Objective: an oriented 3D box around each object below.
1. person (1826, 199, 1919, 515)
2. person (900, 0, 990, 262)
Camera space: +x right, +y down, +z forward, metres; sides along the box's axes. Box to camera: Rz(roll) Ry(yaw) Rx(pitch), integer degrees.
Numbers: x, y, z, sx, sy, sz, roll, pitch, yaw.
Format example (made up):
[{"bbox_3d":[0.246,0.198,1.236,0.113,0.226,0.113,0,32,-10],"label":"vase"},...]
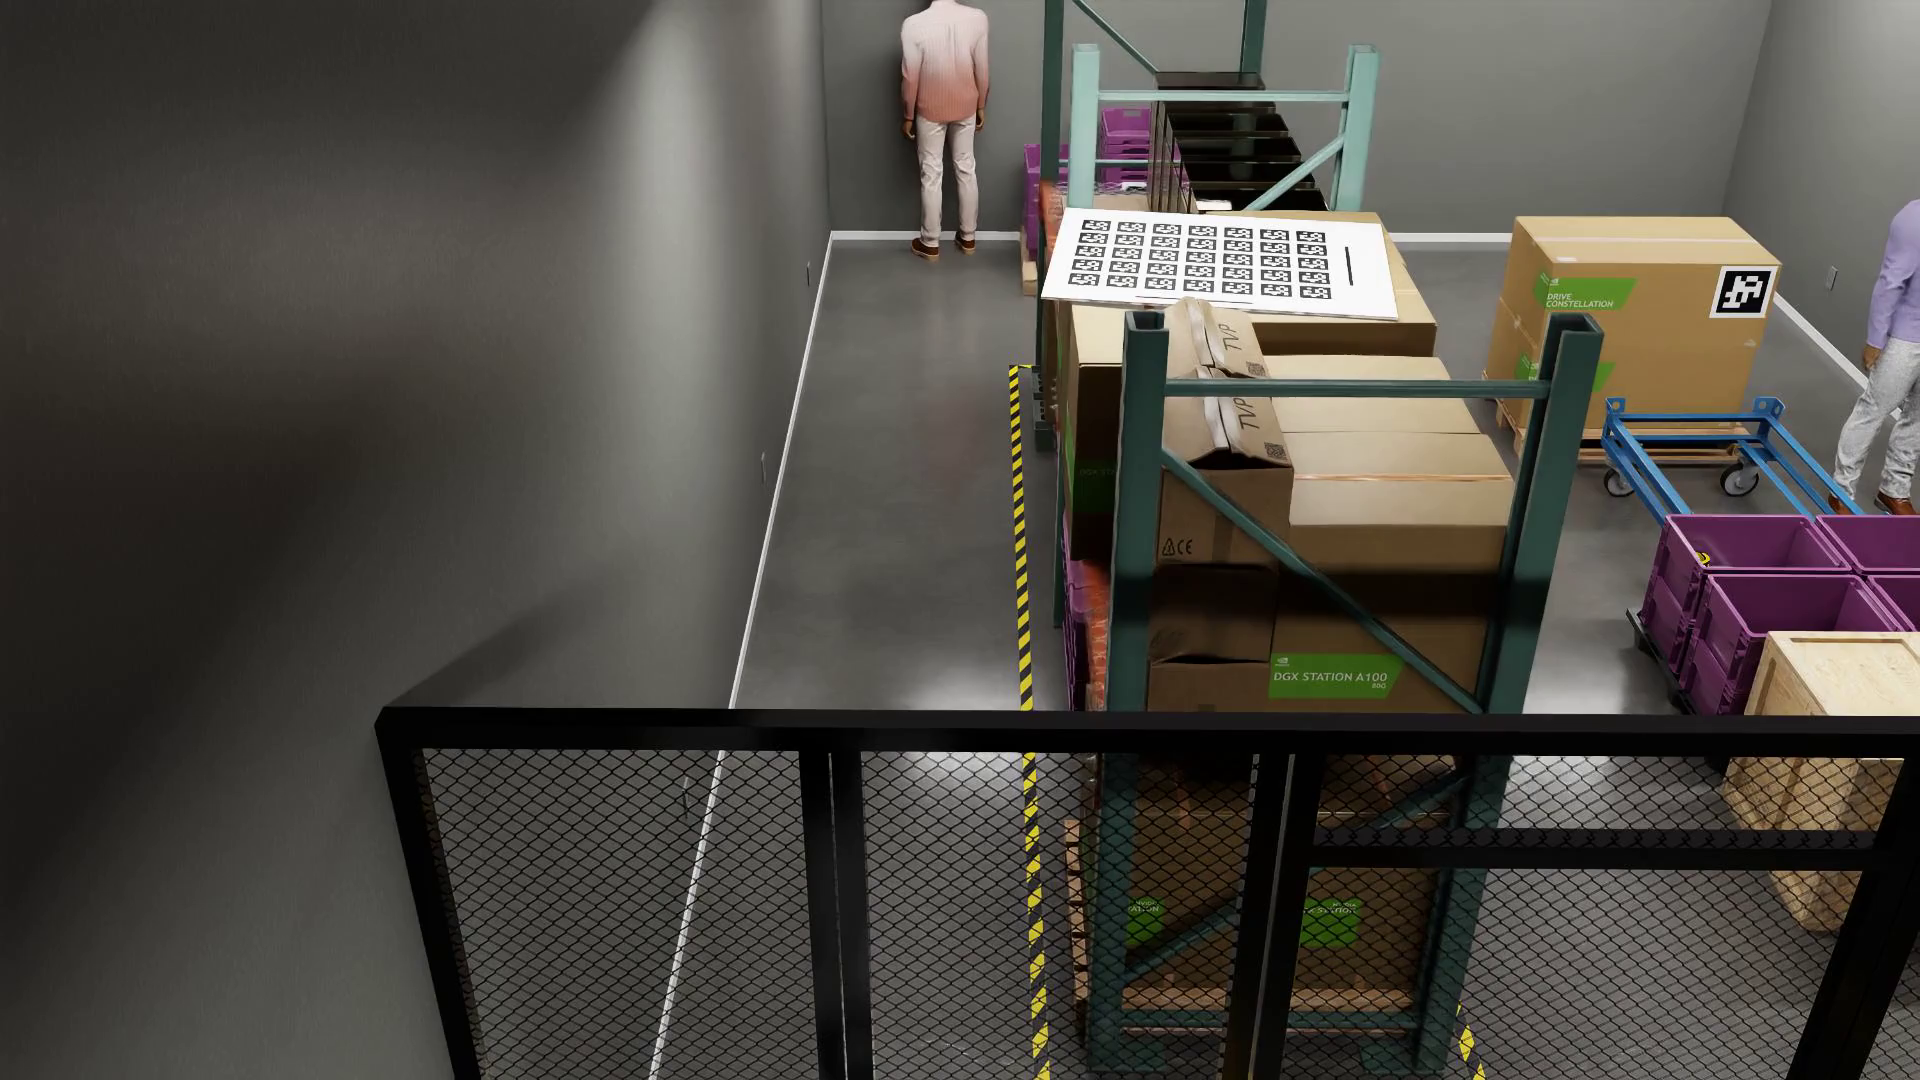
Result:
[{"bbox_3d":[4.537,-0.944,7.782,0.627,1.941,0.370,-1,31,-1],"label":"person"},{"bbox_3d":[-0.102,-2.810,10.829,0.612,1.995,0.376,-13,33,-20],"label":"person"}]
